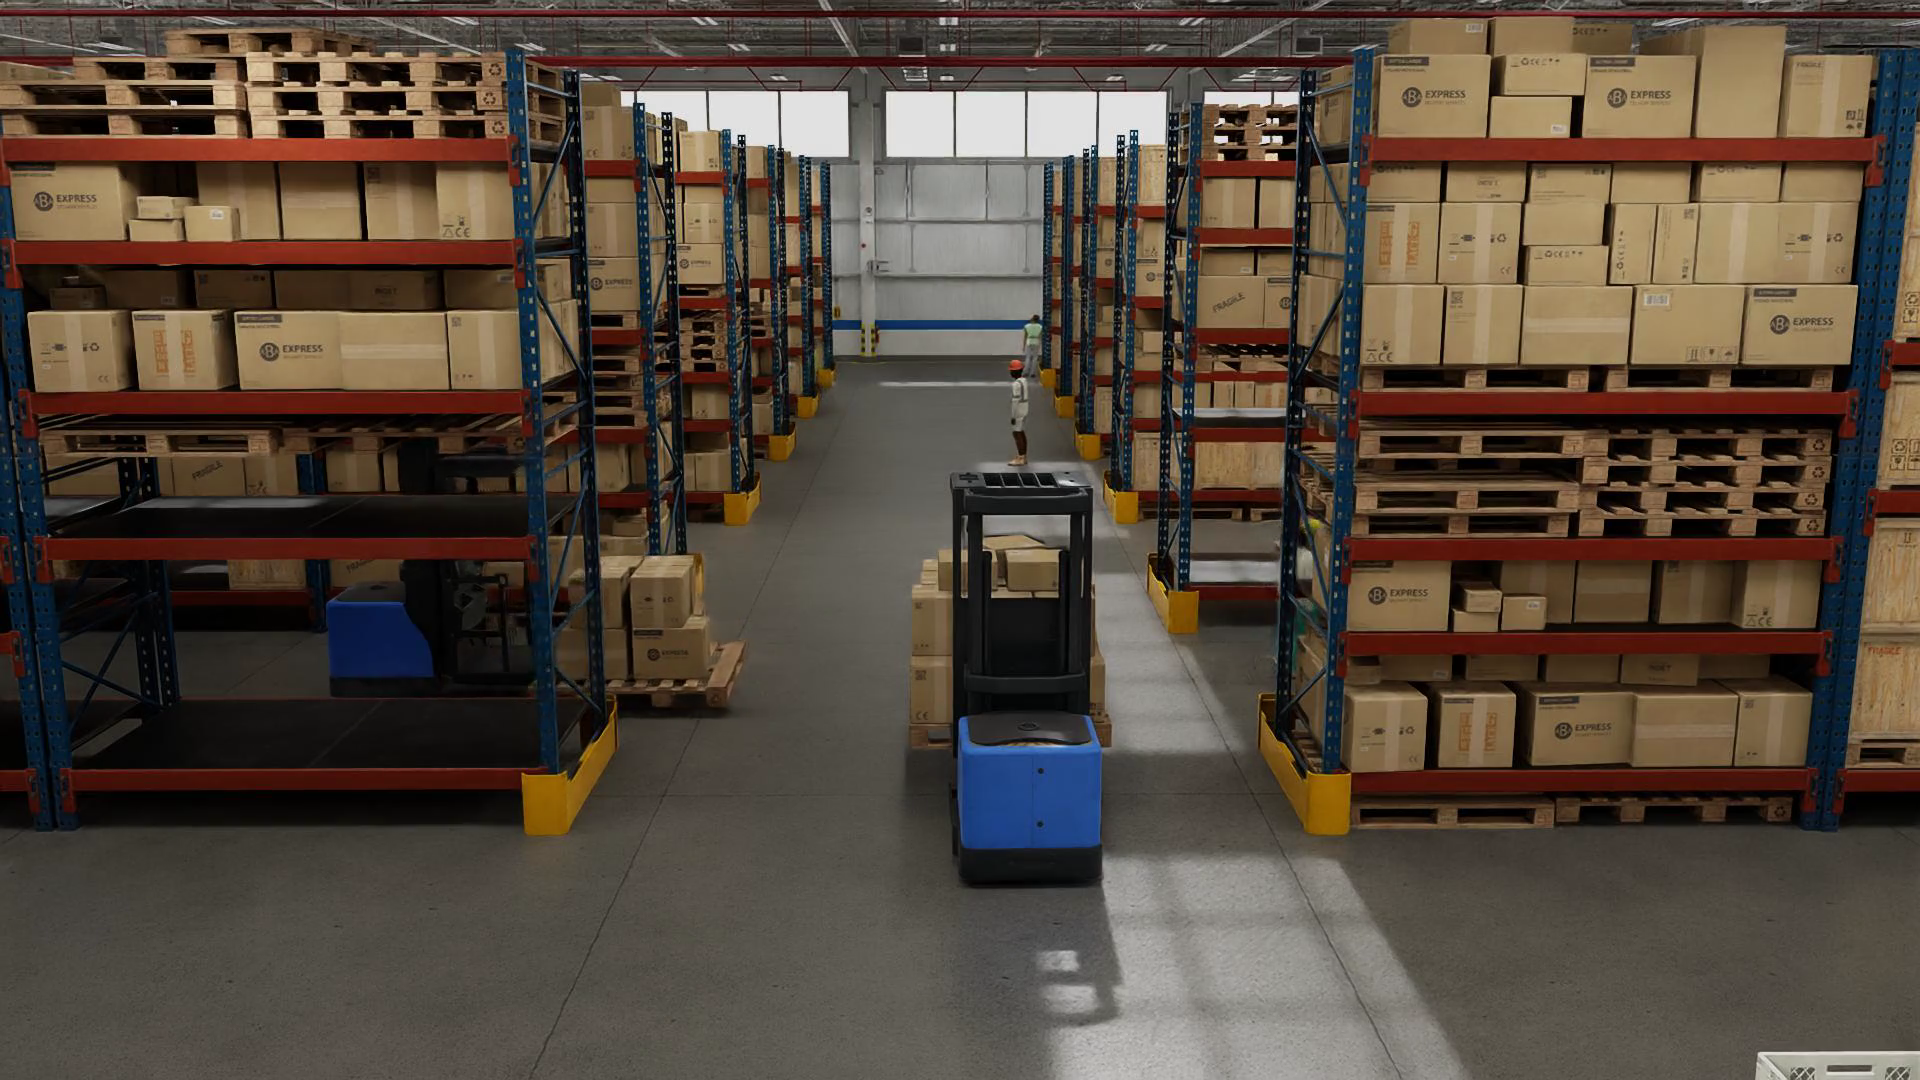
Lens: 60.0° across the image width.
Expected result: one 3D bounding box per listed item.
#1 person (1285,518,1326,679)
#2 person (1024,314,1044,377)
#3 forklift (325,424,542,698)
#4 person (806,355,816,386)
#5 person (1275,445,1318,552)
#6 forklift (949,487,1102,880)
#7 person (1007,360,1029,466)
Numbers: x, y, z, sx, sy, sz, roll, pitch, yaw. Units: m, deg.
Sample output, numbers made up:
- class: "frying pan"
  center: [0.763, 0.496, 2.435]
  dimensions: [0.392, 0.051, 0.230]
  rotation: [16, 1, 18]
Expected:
- class: "person"
  center: [3.637, 0.636, 17.370]
  dimensions: [0.394, 1.755, 0.528]
  rotation: [-1, 11, -4]
- class: "person"
  center: [2.159, -5.638, 48.321]
  dimensions: [0.587, 1.808, 0.554]
  rotation: [3, 12, 13]
- class: "forklift"
  center: [-5.360, 0.183, 16.792]
  dimensions: [1.873, 2.768, 1.129]
  rotation: [0, 11, -1]
- class: "person"
  center: [-3.775, -4.210, 41.568]
  dimensions: [0.442, 1.665, 0.545]
  rotation: [0, 11, -1]
- class: "person"
  center: [4.717, -0.497, 23.149]
  dimensions: [0.590, 1.672, 0.538]
  rotation: [-1, 11, -5]
- class: "forklift"
  center: [0.495, 0.986, 12.813]
  dimensions: [1.129, 2.768, 1.873]
  rotation: [0, 11, -2]
- class: "person"
  center: [1.101, -2.438, 31.914]
  dimensions: [0.420, 2.033, 0.607]
  rotation: [4, 12, 18]
